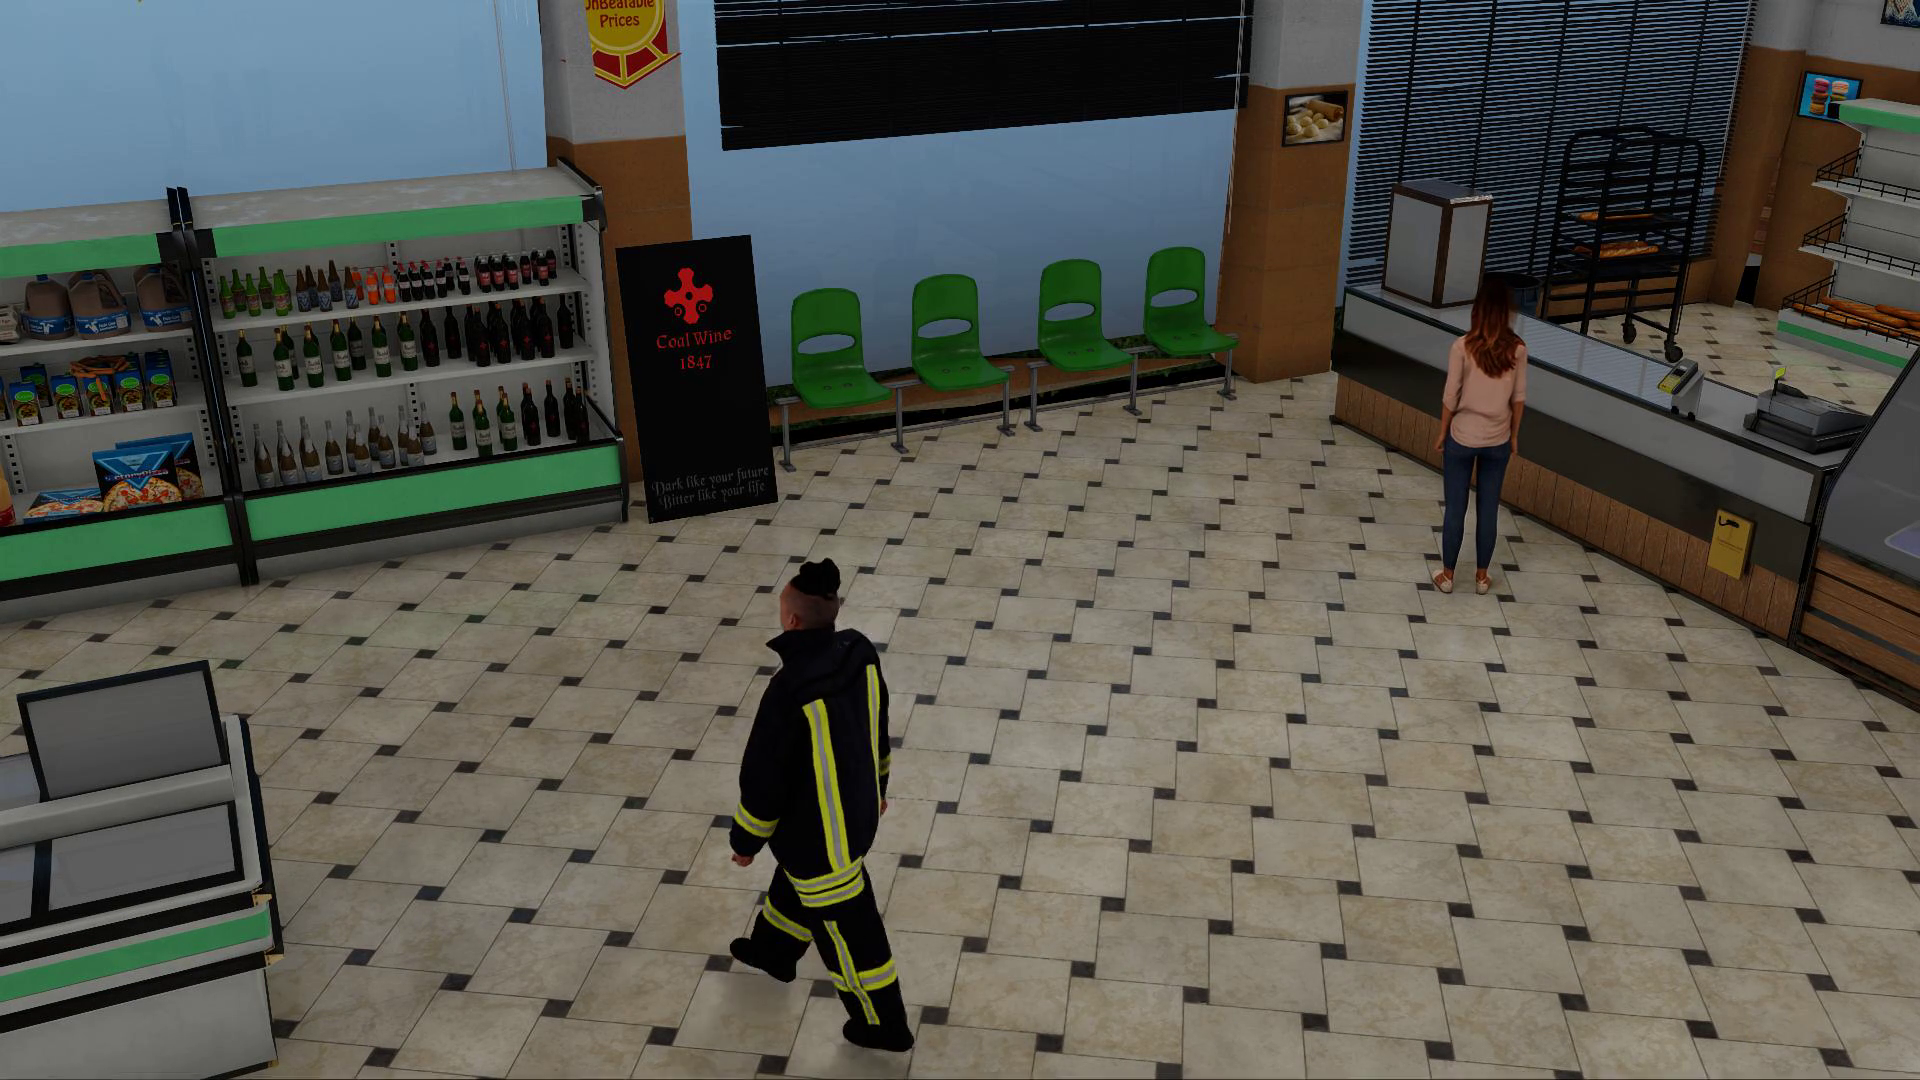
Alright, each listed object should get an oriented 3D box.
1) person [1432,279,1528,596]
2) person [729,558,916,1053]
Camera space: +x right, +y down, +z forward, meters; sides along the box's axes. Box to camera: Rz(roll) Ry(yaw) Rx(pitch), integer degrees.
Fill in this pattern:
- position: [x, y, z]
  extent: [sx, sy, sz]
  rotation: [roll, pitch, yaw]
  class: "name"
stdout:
- position: [2.853, -0.553, 9.155]
  extent: [0.632, 1.790, 0.737]
  rotation: [3, 24, 7]
  class: "person"
- position: [-0.413, 0.956, 5.676]
  extent: [1.203, 1.815, 1.217]
  rotation: [14, 27, 29]
  class: "person"
